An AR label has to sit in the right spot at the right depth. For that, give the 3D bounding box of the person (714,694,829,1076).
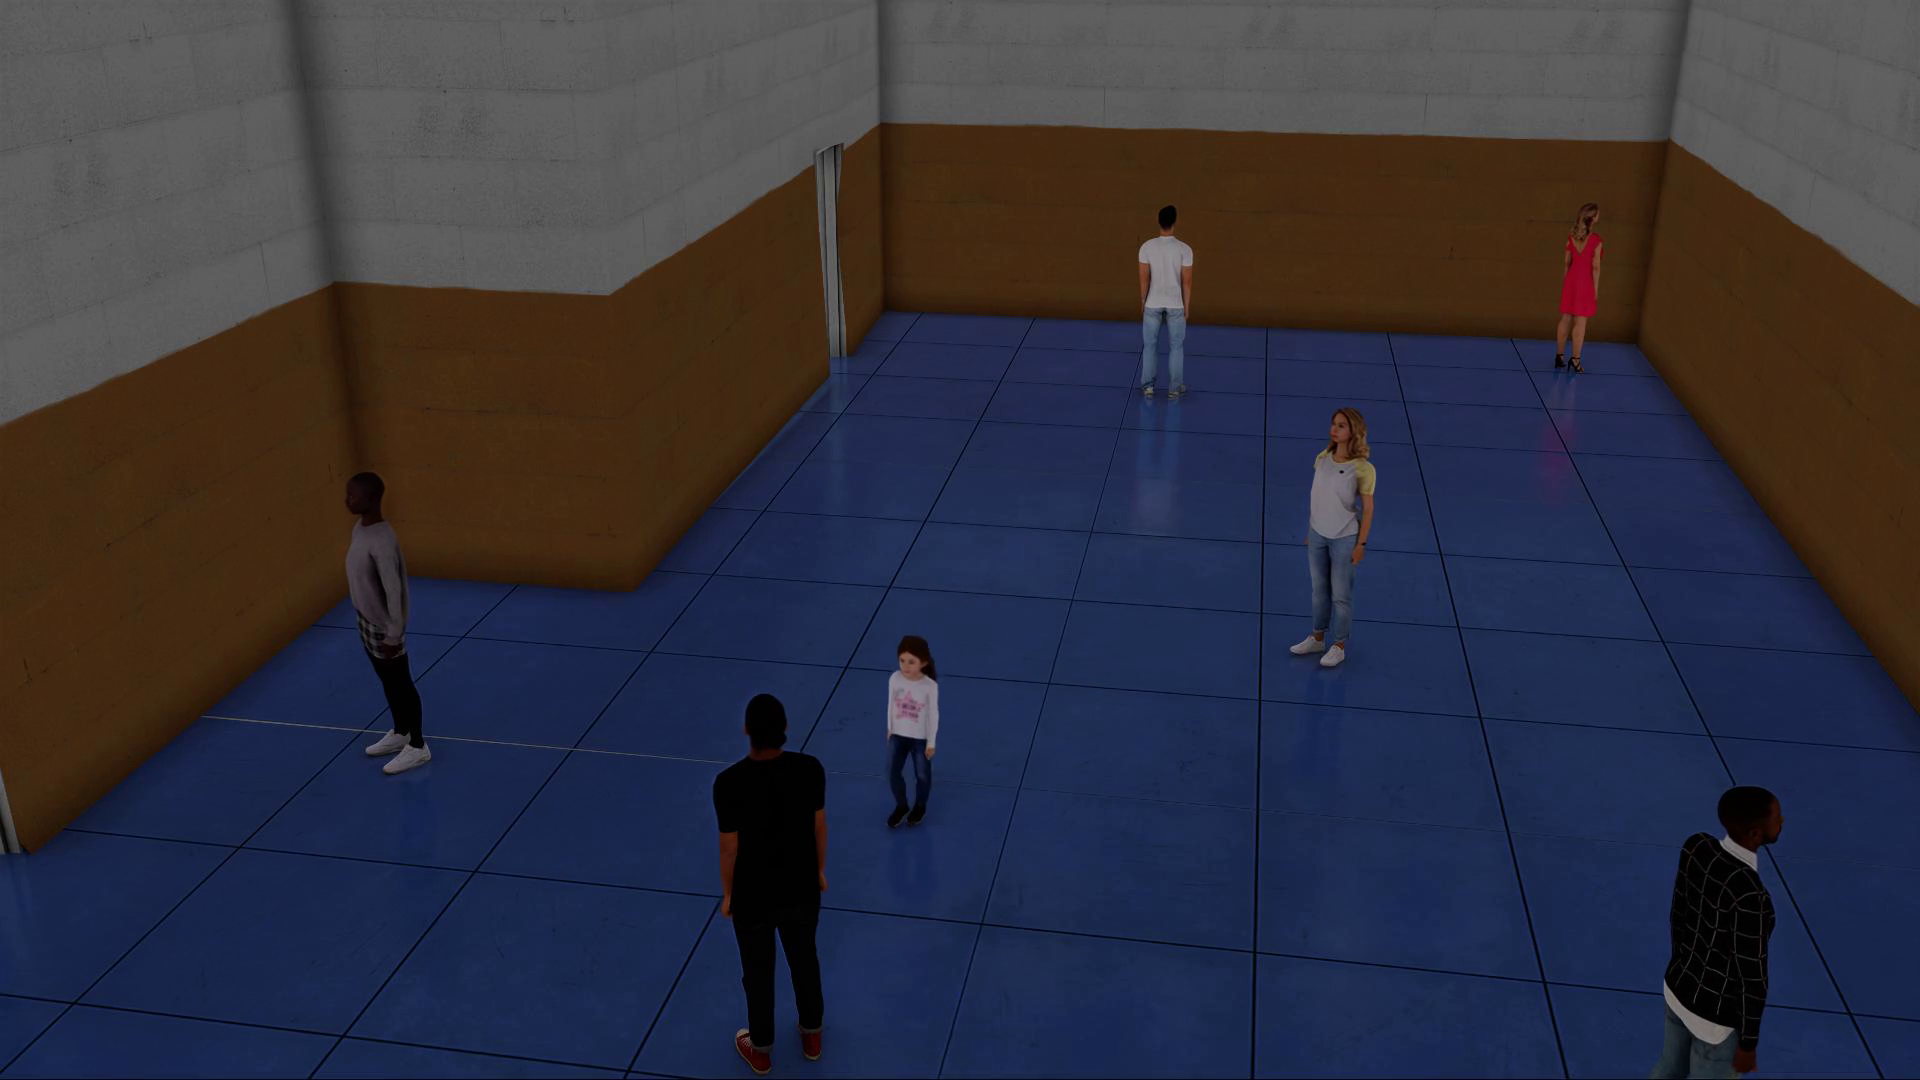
[{"bbox_3d":[-0.777,1.438,6.968,0.695,1.759,0.788,-9,24,-22],"label":"person"}]

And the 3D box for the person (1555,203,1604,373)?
[{"bbox_3d":[6.343,-2.596,17.048,0.714,1.728,0.663,-13,25,-29],"label":"person"}]

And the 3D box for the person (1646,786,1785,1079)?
[{"bbox_3d":[2.778,1.715,6.195,0.669,1.821,0.722,-3,22,-7],"label":"person"}]

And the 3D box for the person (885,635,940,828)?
[{"bbox_3d":[-0.233,1.000,8.933,0.492,1.105,0.566,8,23,20],"label":"person"}]

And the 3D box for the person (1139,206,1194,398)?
[{"bbox_3d":[1.992,-2.312,16.155,0.514,1.866,0.741,5,22,13],"label":"person"}]

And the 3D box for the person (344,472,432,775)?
[{"bbox_3d":[-3.246,0.455,9.397,0.750,1.771,0.679,-16,27,-35],"label":"person"}]

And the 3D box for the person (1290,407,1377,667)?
[{"bbox_3d":[2.411,-0.026,10.637,0.767,1.723,0.694,-16,27,-35],"label":"person"}]
